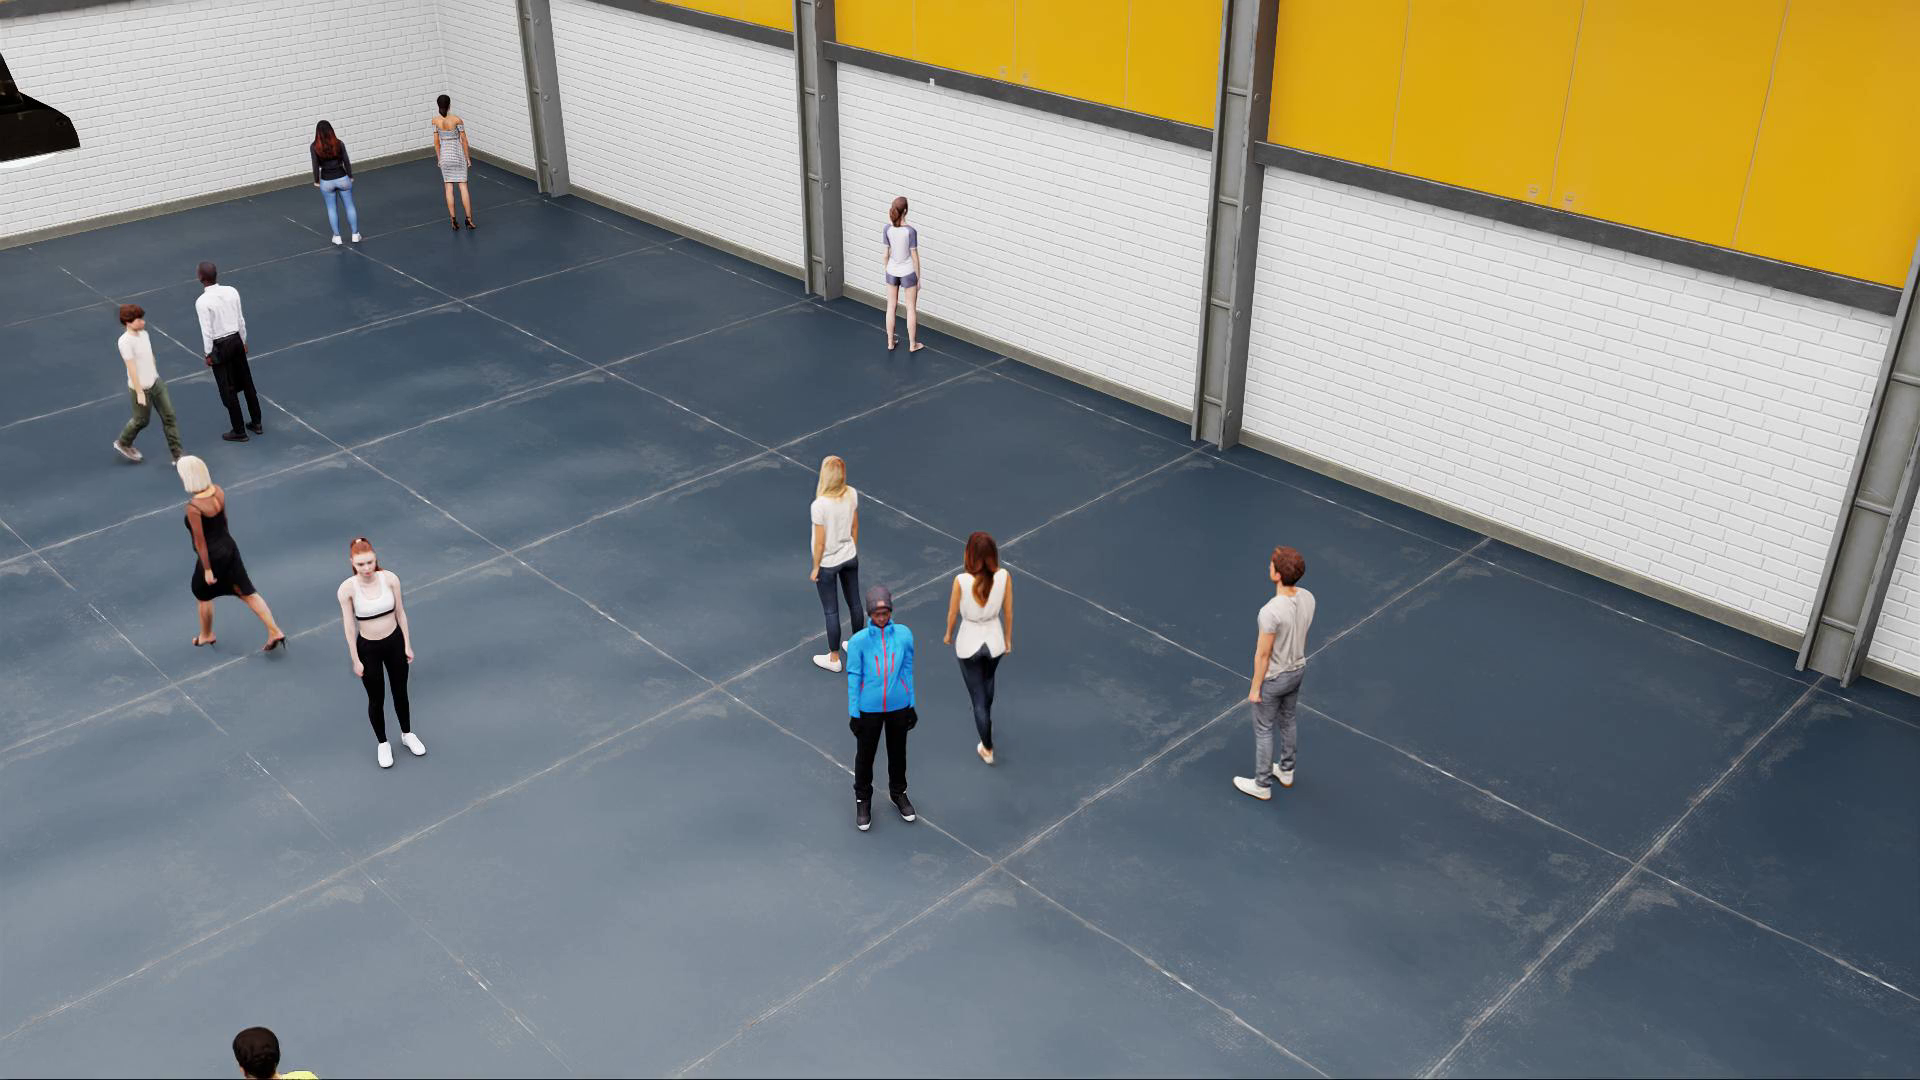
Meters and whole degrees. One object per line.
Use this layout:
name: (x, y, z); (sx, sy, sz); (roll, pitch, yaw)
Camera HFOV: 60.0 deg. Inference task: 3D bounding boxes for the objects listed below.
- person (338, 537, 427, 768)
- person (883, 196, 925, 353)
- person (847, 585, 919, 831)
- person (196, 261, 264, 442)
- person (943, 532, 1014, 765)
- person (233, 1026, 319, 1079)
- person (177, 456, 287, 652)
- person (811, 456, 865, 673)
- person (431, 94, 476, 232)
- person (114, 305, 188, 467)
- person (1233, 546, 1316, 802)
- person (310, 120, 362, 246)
person: (-4.079, 0.773, 11.702); (0.617, 1.742, 0.569); (-19, 34, -31)
person: (-0.653, -2.962, 18.523); (0.630, 1.767, 0.725); (9, 30, 16)
person: (-0.517, 1.093, 11.061); (0.698, 1.794, 0.688); (-9, 30, -16)
person: (-7.253, -1.874, 16.456); (0.638, 1.837, 0.696); (14, 32, 25)
person: (0.171, 0.801, 11.633); (0.837, 1.760, 1.010); (-9, 30, -17)
person: (-3.044, 2.981, 7.705); (0.694, 1.694, 0.707); (16, 32, 27)
person: (-5.656, 0.159, 12.865); (1.144, 1.707, 0.953); (7, 29, 12)
person: (-0.935, 0.173, 12.733); (0.588, 1.809, 0.494); (-24, 37, -37)
person: (-6.812, -5.071, 22.333); (0.673, 1.822, 0.729); (-1, 29, -1)
person: (-7.853, -1.448, 15.894); (1.158, 1.627, 0.956); (6, 29, 11)
person: (2.169, 0.909, 11.296); (0.659, 1.893, 0.557); (-23, 36, -35)
person: (-8.222, -4.716, 21.878); (0.715, 1.634, 0.691); (-11, 31, -20)
